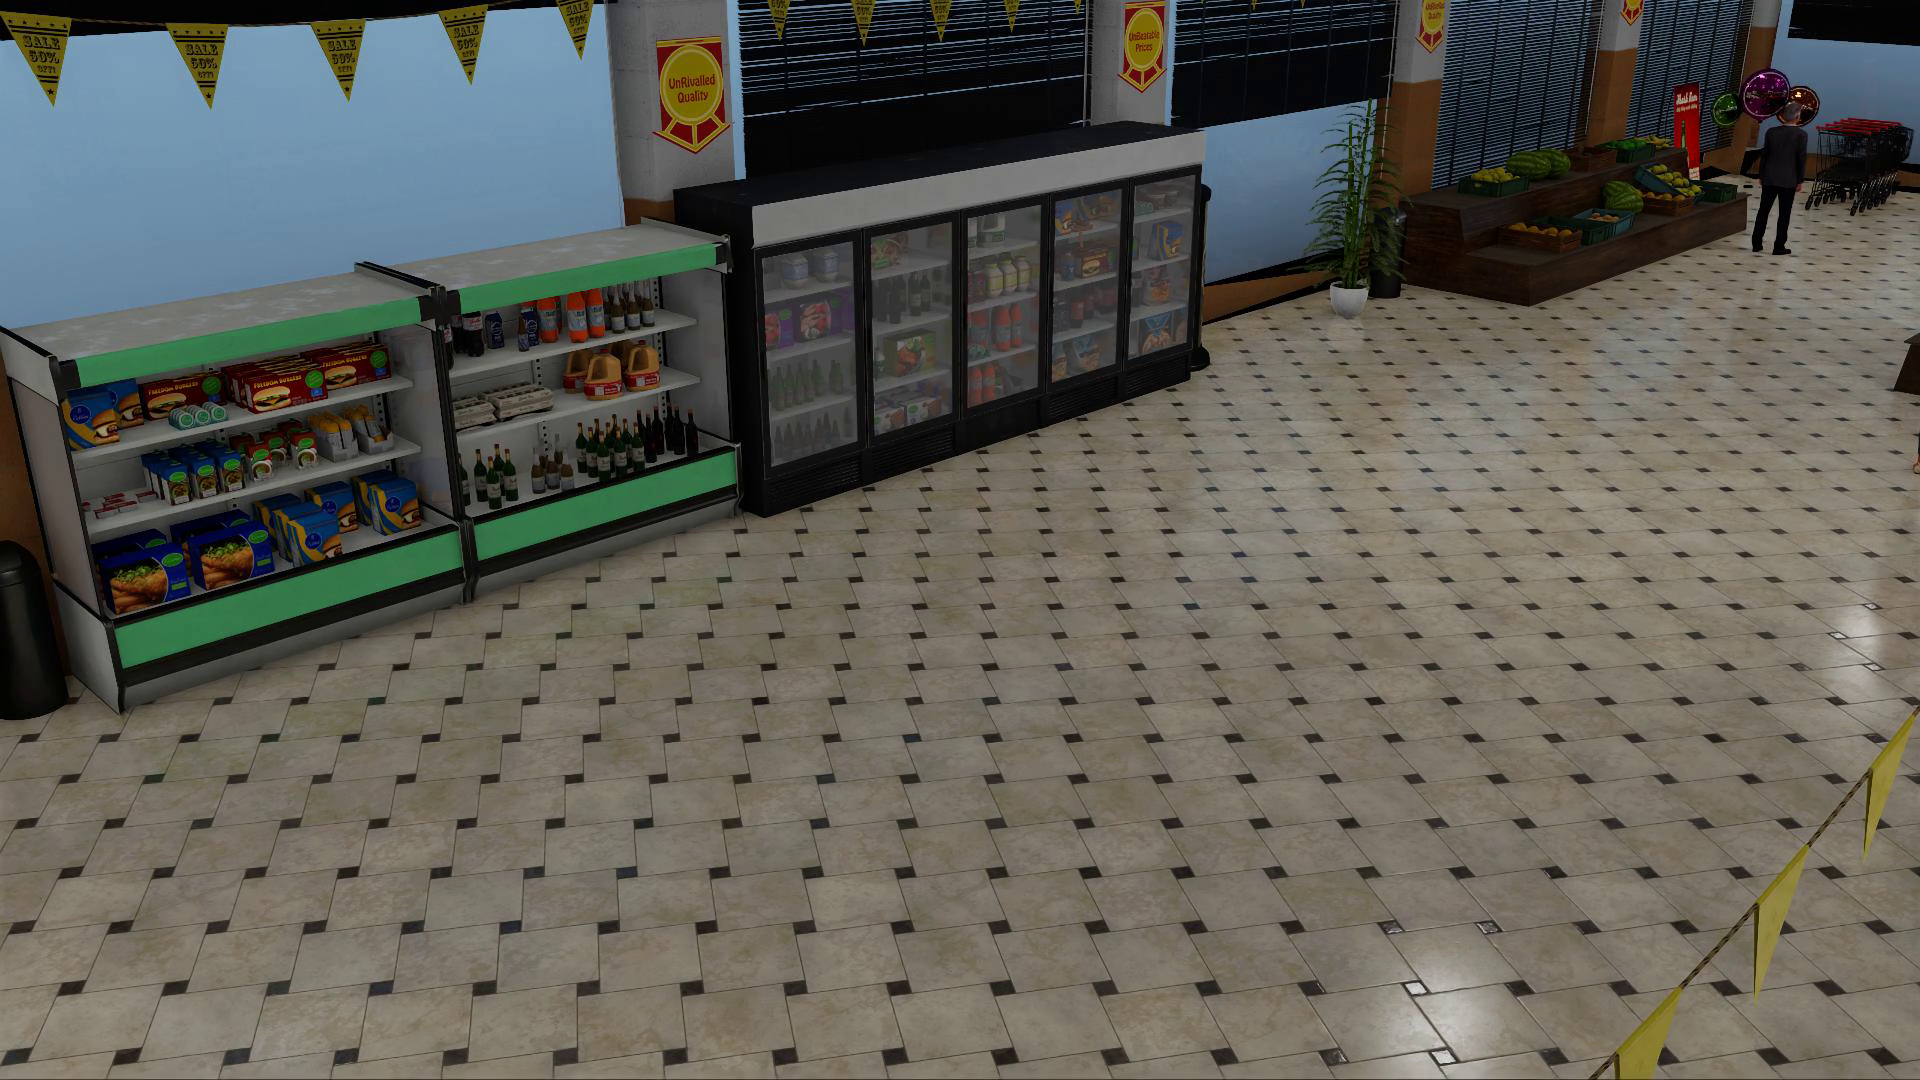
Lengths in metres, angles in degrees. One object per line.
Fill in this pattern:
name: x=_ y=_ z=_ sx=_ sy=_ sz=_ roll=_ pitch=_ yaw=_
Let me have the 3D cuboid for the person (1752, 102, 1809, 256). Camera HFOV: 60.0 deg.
person: x=10.127 y=-4.463 z=20.510 sx=0.589 sy=1.842 sz=0.711 roll=-19 pitch=29 yaw=-39
